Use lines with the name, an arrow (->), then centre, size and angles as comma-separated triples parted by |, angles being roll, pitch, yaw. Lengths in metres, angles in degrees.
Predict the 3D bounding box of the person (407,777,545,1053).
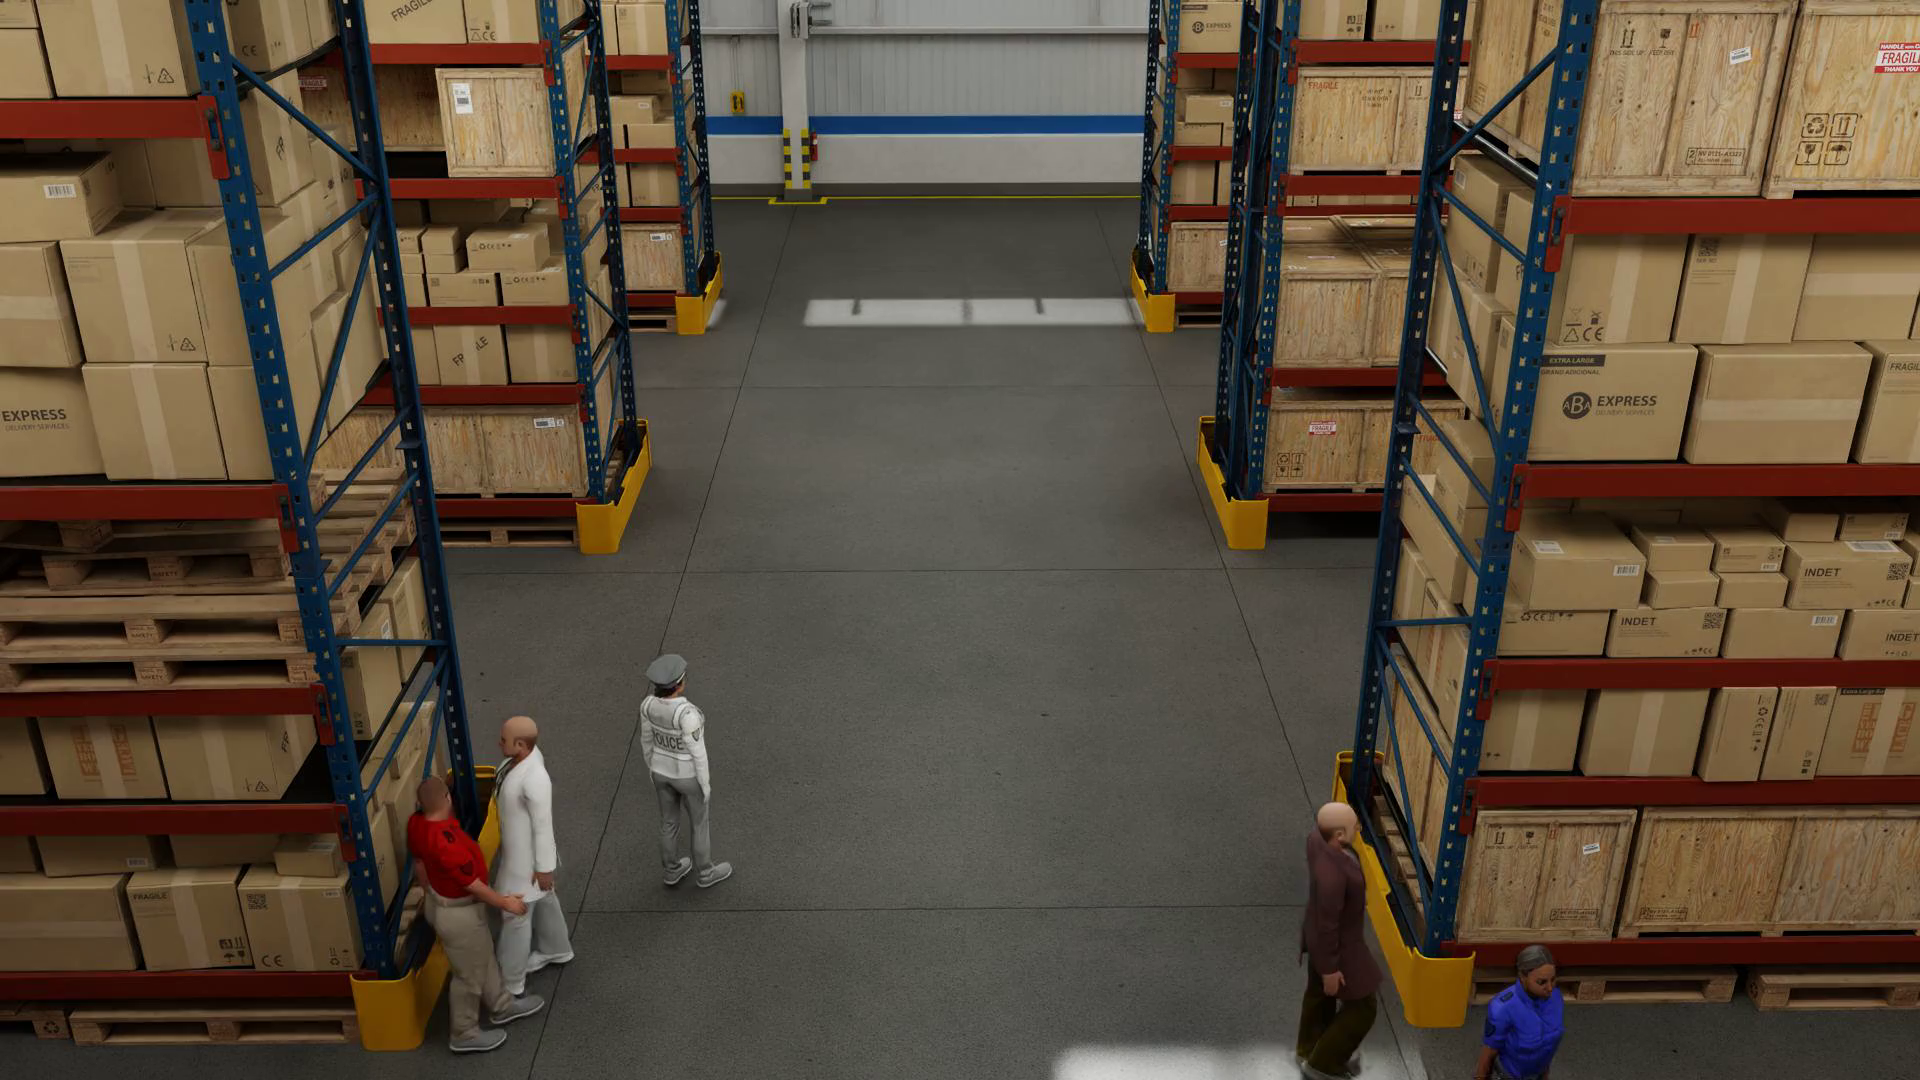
person -> -2.756, 2.072, 9.467 | 0.616, 1.732, 0.559 | -17, 30, -32

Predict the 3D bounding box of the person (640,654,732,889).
person -> -1.801, 1.492, 10.779 | 0.482, 1.688, 0.397 | 12, 28, 25

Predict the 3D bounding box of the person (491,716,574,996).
person -> -2.717, 1.861, 9.854 | 0.691, 1.777, 0.618 | -9, 27, -19

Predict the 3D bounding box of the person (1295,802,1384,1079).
person -> 2.088, 2.199, 9.127 | 0.443, 1.785, 0.626 | 0, 25, 1

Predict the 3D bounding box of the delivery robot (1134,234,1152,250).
delivery robot -> 2.967, -4.280, 24.617 | 0.738, 0.535, 0.667 | -3, 25, -7

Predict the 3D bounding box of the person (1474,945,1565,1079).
person -> 2.757, 2.696, 8.222 | 0.444, 1.655, 0.423 | -14, 28, -27
